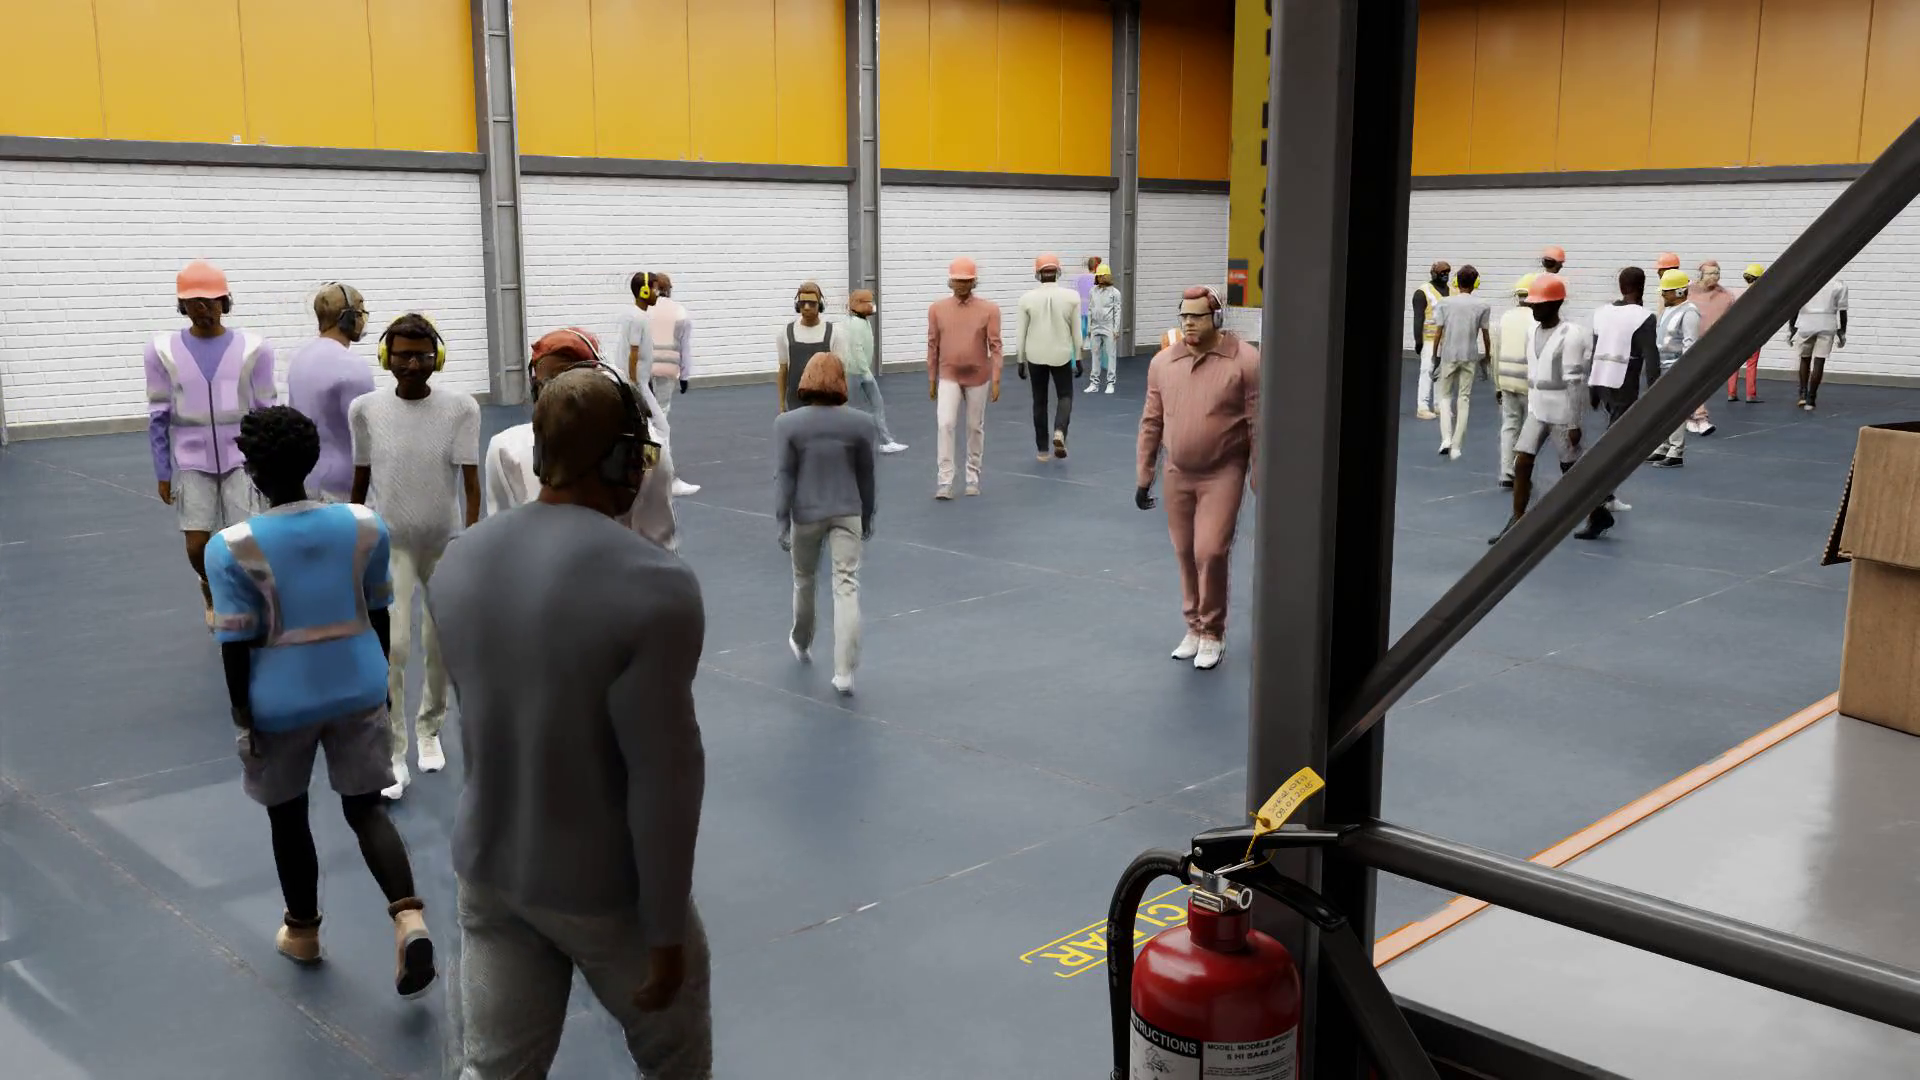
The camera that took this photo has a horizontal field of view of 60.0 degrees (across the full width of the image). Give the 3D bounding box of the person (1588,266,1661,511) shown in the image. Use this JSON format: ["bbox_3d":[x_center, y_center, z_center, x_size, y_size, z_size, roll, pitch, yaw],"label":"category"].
[{"bbox_3d":[5.137,-1.153,12.831,0.509,1.887,0.627,-3,11,-16],"label":"person"}]

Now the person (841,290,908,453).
[{"bbox_3d":[-0.886,-1.603,16.070,0.797,1.602,0.503,3,11,15],"label":"person"}]

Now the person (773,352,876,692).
[{"bbox_3d":[-0.648,-0.109,7.995,0.503,1.575,0.885,-2,11,-12],"label":"person"}]

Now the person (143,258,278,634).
[{"bbox_3d":[-3.754,-0.407,8.423,0.604,2.026,0.607,-4,11,-20],"label":"person"}]

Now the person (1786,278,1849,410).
[{"bbox_3d":[10.559,-2.578,20.473,0.665,1.929,0.653,6,12,31],"label":"person"}]

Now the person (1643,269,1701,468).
[{"bbox_3d":[6.549,-1.575,15.329,0.403,1.822,0.588,0,10,0],"label":"person"}]

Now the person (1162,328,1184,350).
[{"bbox_3d":[1.893,-1.179,13.543,0.541,1.679,0.667,3,11,15],"label":"person"}]

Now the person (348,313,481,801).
[{"bbox_3d":[-2.088,0.059,6.389,0.522,1.830,0.834,-3,11,-17],"label":"person"}]

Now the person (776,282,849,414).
[{"bbox_3d":[-1.078,-0.992,12.224,0.524,1.804,0.951,0,10,-2],"label":"person"}]

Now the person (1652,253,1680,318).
[{"bbox_3d":[8.459,-2.470,19.944,0.400,1.927,0.548,3,11,16],"label":"person"}]

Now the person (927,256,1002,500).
[{"bbox_3d":[0.021,-1.289,13.404,0.623,1.957,0.884,1,10,5],"label":"person"}]

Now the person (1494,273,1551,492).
[{"bbox_3d":[4.687,-1.294,13.804,0.427,1.815,0.613,-6,12,-31],"label":"person"}]

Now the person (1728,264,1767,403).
[{"bbox_3d":[10.079,-2.634,21.256,0.319,1.769,0.523,-6,12,-31],"label":"person"}]

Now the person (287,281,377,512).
[{"bbox_3d":[-2.860,-0.235,7.766,0.434,1.923,0.631,-9,14,-40],"label":"person"}]

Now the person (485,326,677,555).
[{"bbox_3d":[-1.159,0.260,5.196,0.619,1.867,0.539,0,10,-1],"label":"person"}]

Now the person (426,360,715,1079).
[{"bbox_3d":[-0.682,0.616,3.170,0.656,1.894,0.907,5,12,26],"label":"person"}]

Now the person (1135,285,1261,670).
[{"bbox_3d":[1.155,-0.302,8.211,0.685,1.884,0.631,7,13,34],"label":"person"}]

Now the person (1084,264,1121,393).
[{"bbox_3d":[1.934,-2.854,22.516,0.487,1.744,0.312,7,12,33],"label":"person"}]

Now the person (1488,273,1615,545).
[{"bbox_3d":[4.165,-0.892,11.467,0.956,1.890,0.553,-4,11,-23],"label":"person"}]

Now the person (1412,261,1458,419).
[{"bbox_3d":[5.581,-2.335,19.446,0.638,1.838,0.429,-5,12,-26],"label":"person"}]

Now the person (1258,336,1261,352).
[{"bbox_3d":[2.311,-0.867,10.872,0.728,2.000,0.568,10,14,43],"label":"person"}]

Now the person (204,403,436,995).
[{"bbox_3d":[-1.777,0.457,4.639,0.529,1.670,0.726,-9,14,-40],"label":"person"}]

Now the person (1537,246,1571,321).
[{"bbox_3d":[7.204,-2.628,20.576,0.611,2.012,0.938,10,14,43],"label":"person"}]

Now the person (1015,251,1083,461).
[{"bbox_3d":[0.833,-1.710,15.615,0.641,1.982,0.519,0,10,3],"label":"person"}]

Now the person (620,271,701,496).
[{"bbox_3d":[-2.491,-1.252,13.544,0.840,1.828,0.551,-3,11,-15],"label":"person"}]

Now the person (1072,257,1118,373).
[{"bbox_3d":[2.062,-3.489,25.834,0.964,1.790,0.586,-10,14,-42],"label":"person"}]

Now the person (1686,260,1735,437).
[{"bbox_3d":[7.960,-2.030,17.698,0.666,1.854,0.974,-1,10,-3],"label":"person"}]

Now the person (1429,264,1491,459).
[{"bbox_3d":[4.799,-1.704,15.943,0.565,1.849,0.533,4,11,19],"label":"person"}]

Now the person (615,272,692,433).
[{"bbox_3d":[-2.721,-1.486,14.921,0.696,1.804,0.719,-5,11,-24],"label":"person"}]
